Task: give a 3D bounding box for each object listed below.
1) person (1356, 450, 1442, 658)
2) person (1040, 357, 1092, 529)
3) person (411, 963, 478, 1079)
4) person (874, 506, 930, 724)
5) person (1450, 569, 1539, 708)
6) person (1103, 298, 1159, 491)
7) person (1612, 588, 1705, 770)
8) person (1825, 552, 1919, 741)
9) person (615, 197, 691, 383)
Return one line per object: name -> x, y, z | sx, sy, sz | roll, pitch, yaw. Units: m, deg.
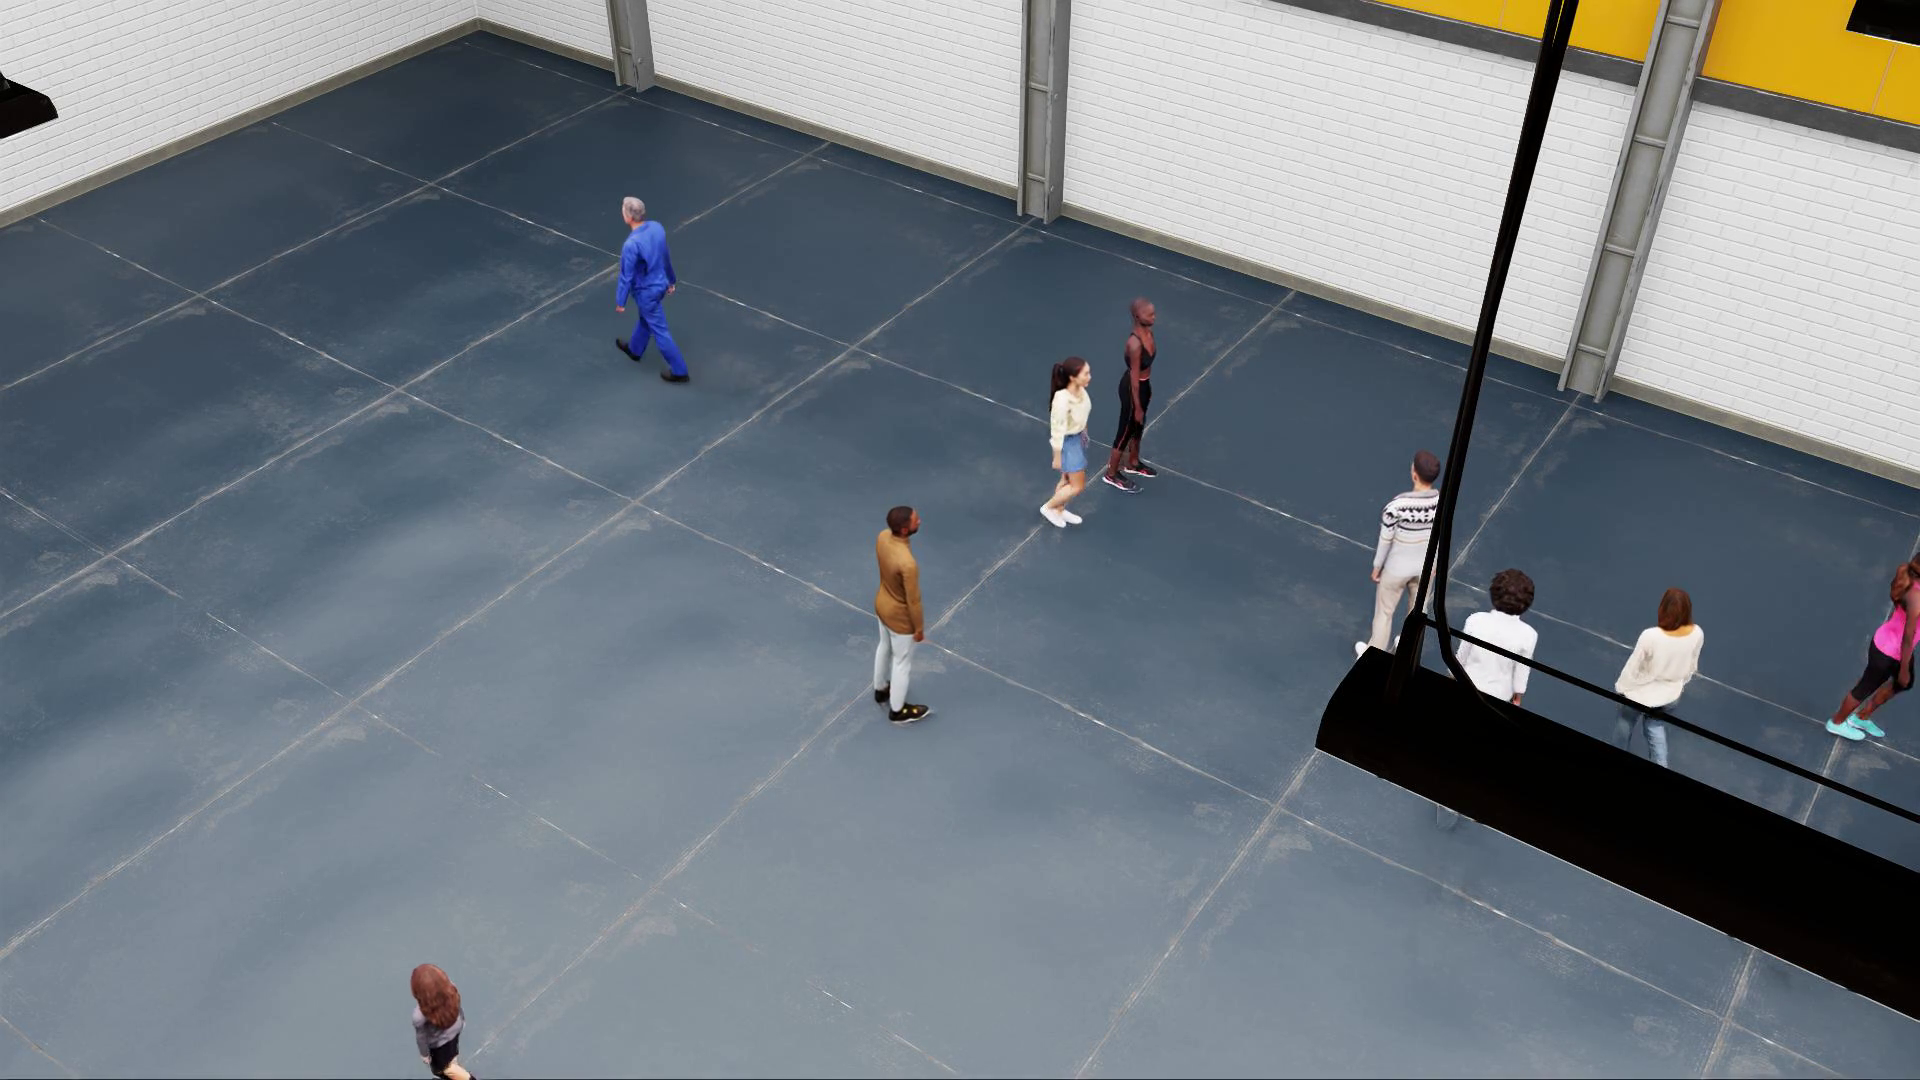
person -> 3.237, 0.173, 11.962 | 0.737, 1.851, 0.807 | -5, 39, -6
person -> 0.794, -0.783, 13.344 | 0.712, 1.619, 0.720 | 11, 40, 13
person -> -2.866, 2.776, 9.308 | 0.747, 1.094, 0.557 | 16, 41, 19
person -> -0.444, 0.501, 11.582 | 0.766, 1.812, 0.632 | -20, 43, -23
person -> 3.457, 1.010, 10.973 | 1.120, 1.775, 0.918 | 12, 40, 15
person -> 1.428, -1.231, 13.788 | 0.731, 1.765, 0.676 | 12, 40, 15
person -> 4.626, 1.060, 11.006 | 0.984, 1.656, 1.016 | -3, 39, -4
person -> 6.285, 0.717, 11.394 | 0.602, 1.710, 0.555 | 23, 44, 26
person -> -2.715, -2.213, 14.997 | 1.172, 1.791, 0.920 | 15, 41, 18
